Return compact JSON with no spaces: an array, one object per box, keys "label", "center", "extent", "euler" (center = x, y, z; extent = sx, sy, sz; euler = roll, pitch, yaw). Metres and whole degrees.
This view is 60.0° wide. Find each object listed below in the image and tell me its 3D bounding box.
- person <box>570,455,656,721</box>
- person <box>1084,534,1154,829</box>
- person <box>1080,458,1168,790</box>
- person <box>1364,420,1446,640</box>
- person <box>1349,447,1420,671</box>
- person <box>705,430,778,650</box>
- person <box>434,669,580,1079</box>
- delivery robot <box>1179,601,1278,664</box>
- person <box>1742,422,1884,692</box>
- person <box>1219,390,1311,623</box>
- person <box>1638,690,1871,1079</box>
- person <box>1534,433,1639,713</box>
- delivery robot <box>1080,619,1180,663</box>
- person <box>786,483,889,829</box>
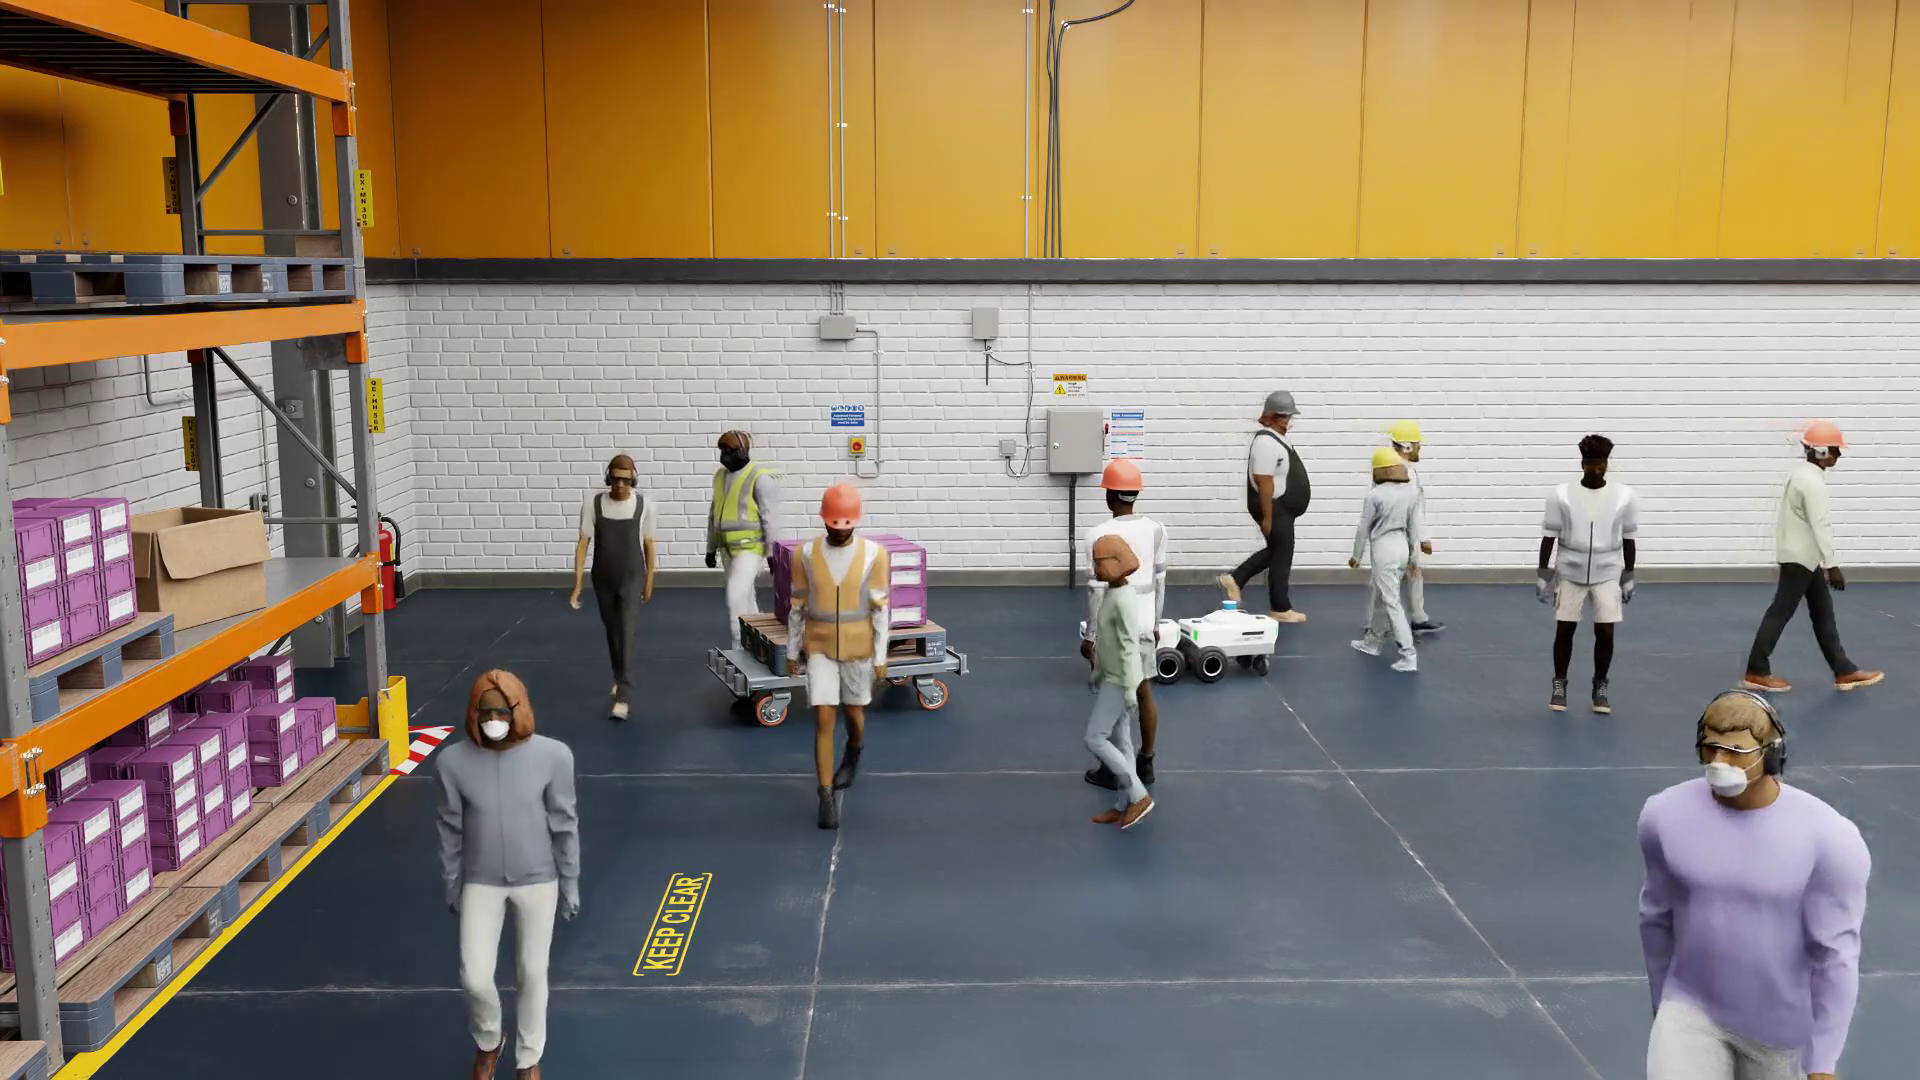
[{"label":"person","center":[-2.363,0.292,11.460],"extent":[0.550,1.790,1.034],"euler":[-1,9,-3]},{"label":"person","center":[0.834,0.774,8.996],"extent":[0.364,1.614,0.508],"euler":[0,9,0]},{"label":"person","center":[0.943,0.491,9.724],"extent":[0.542,1.939,0.364],"euler":[-5,11,-29]},{"label":"person","center":[3.696,-0.066,13.567],"extent":[0.810,1.801,0.600],"euler":[1,9,3]},{"label":"person","center":[3.285,0.129,12.742],"extent":[0.479,1.683,0.898],"euler":[-5,11,-29]},{"label":"person","center":[-1.729,0.086,12.564],"extent":[0.680,1.817,0.665],"euler":[-9,13,-44]},{"label":"person","center":[-1.623,1.258,6.005],"extent":[0.501,1.620,0.357],"euler":[-2,9,-12]},{"label":"delivery robot","center":[2.004,0.697,12.410],"extent":[0.707,0.478,0.477],"euler":[-3,10,-15]},{"label":"person","center":[6.114,0.144,11.791],"extent":[0.977,1.945,0.638],"euler":[4,10,23]},{"label":"person","center":[2.657,-0.308,14.312],"extent":[0.705,2.000,0.685],"euler":[2,9,13]},{"label":"person","center":[2.237,1.332,4.747],"extent":[0.627,1.896,1.018],"euler":[8,12,41]},{"label":"person","center":[4.248,0.235,11.306],"extent":[0.645,1.939,0.465],"euler":[3,10,19]},{"label":"delivery robot","center":[1.251,0.718,12.282],"extent":[0.707,0.478,0.477],"euler":[-1,9,-7]},{"label":"person","center":[-0.685,0.587,9.346],"extent":[0.574,1.885,0.929],"euler":[0,9,-3]}]
